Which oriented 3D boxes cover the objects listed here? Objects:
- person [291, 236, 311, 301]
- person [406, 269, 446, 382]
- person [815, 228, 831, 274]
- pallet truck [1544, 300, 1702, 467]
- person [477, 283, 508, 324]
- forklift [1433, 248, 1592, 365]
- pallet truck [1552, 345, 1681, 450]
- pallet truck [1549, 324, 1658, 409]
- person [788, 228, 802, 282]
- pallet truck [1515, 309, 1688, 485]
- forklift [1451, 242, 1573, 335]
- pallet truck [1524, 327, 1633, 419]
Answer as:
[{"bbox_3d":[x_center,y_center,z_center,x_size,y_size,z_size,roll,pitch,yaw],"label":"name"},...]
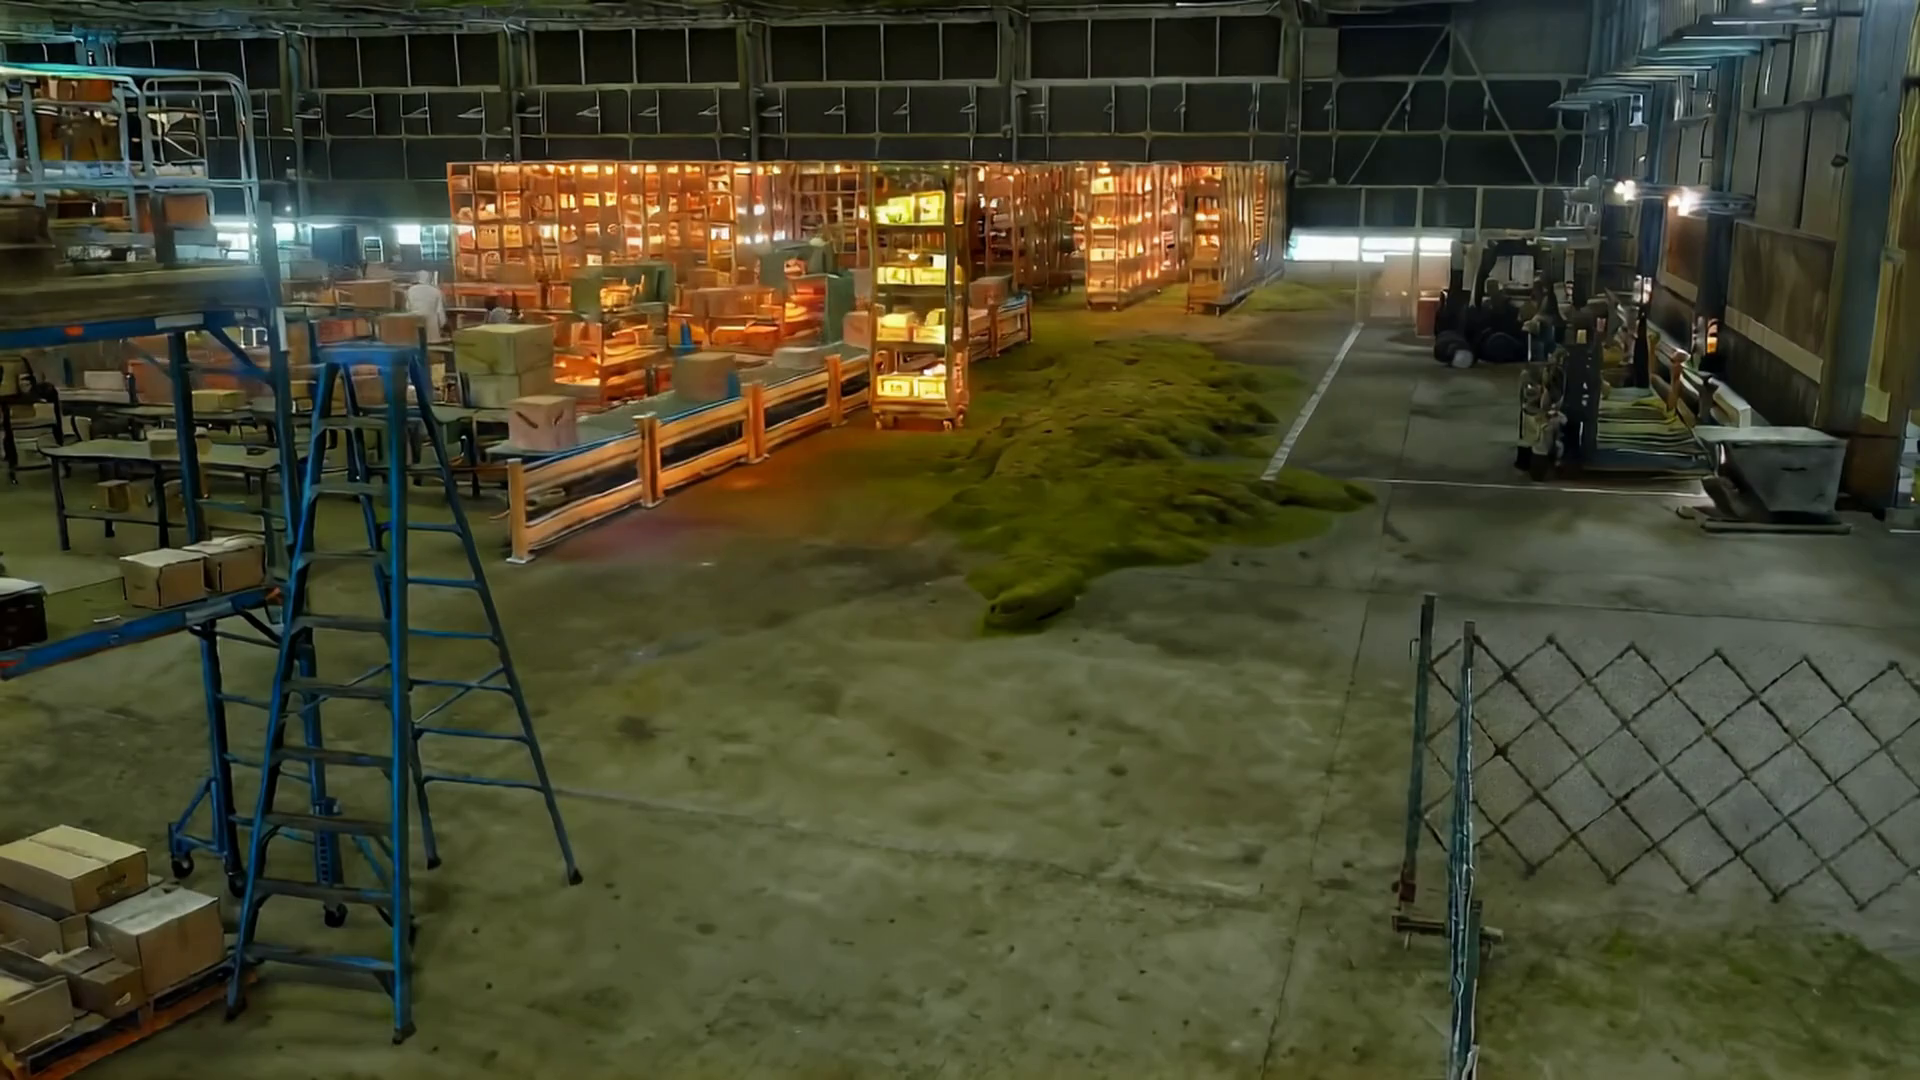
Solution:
[{"bbox_3d":[-16.968,-6.926,42.699,0.862,1.733,0.524,4,14,18],"label":"person"},{"bbox_3d":[-8.956,-3.602,27.991,0.654,1.898,0.397,0,13,0],"label":"person"},{"bbox_3d":[-4.352,-9.285,52.749,0.584,1.797,0.965,3,13,13],"label":"person"},{"bbox_3d":[8.263,-1.952,20.631,1.885,1.965,0.823,5,14,20],"label":"pallet truck"},{"bbox_3d":[-6.430,-2.631,23.591,0.723,2.004,0.657,-5,14,-19],"label":"person"},{"bbox_3d":[9.780,-4.111,29.280,2.680,1.987,1.157,3,13,14],"label":"forklift"},{"bbox_3d":[8.641,-1.896,21.908,1.630,1.274,0.653,4,14,16],"label":"pallet truck"},{"bbox_3d":[9.824,-2.669,25.407,1.601,1.201,0.680,4,14,16],"label":"pallet truck"},{"bbox_3d":[-4.715,-8.705,49.919,1.011,1.940,0.658,0,13,-2],"label":"person"},{"bbox_3d":[7.554,-1.677,19.446,1.885,1.965,0.823,3,13,14],"label":"pallet truck"},{"bbox_3d":[10.464,-4.597,31.405,2.680,1.987,1.157,4,14,16],"label":"forklift"},{"bbox_3d":[9.065,-2.460,24.370,1.522,1.261,0.704,3,13,14],"label":"pallet truck"}]
